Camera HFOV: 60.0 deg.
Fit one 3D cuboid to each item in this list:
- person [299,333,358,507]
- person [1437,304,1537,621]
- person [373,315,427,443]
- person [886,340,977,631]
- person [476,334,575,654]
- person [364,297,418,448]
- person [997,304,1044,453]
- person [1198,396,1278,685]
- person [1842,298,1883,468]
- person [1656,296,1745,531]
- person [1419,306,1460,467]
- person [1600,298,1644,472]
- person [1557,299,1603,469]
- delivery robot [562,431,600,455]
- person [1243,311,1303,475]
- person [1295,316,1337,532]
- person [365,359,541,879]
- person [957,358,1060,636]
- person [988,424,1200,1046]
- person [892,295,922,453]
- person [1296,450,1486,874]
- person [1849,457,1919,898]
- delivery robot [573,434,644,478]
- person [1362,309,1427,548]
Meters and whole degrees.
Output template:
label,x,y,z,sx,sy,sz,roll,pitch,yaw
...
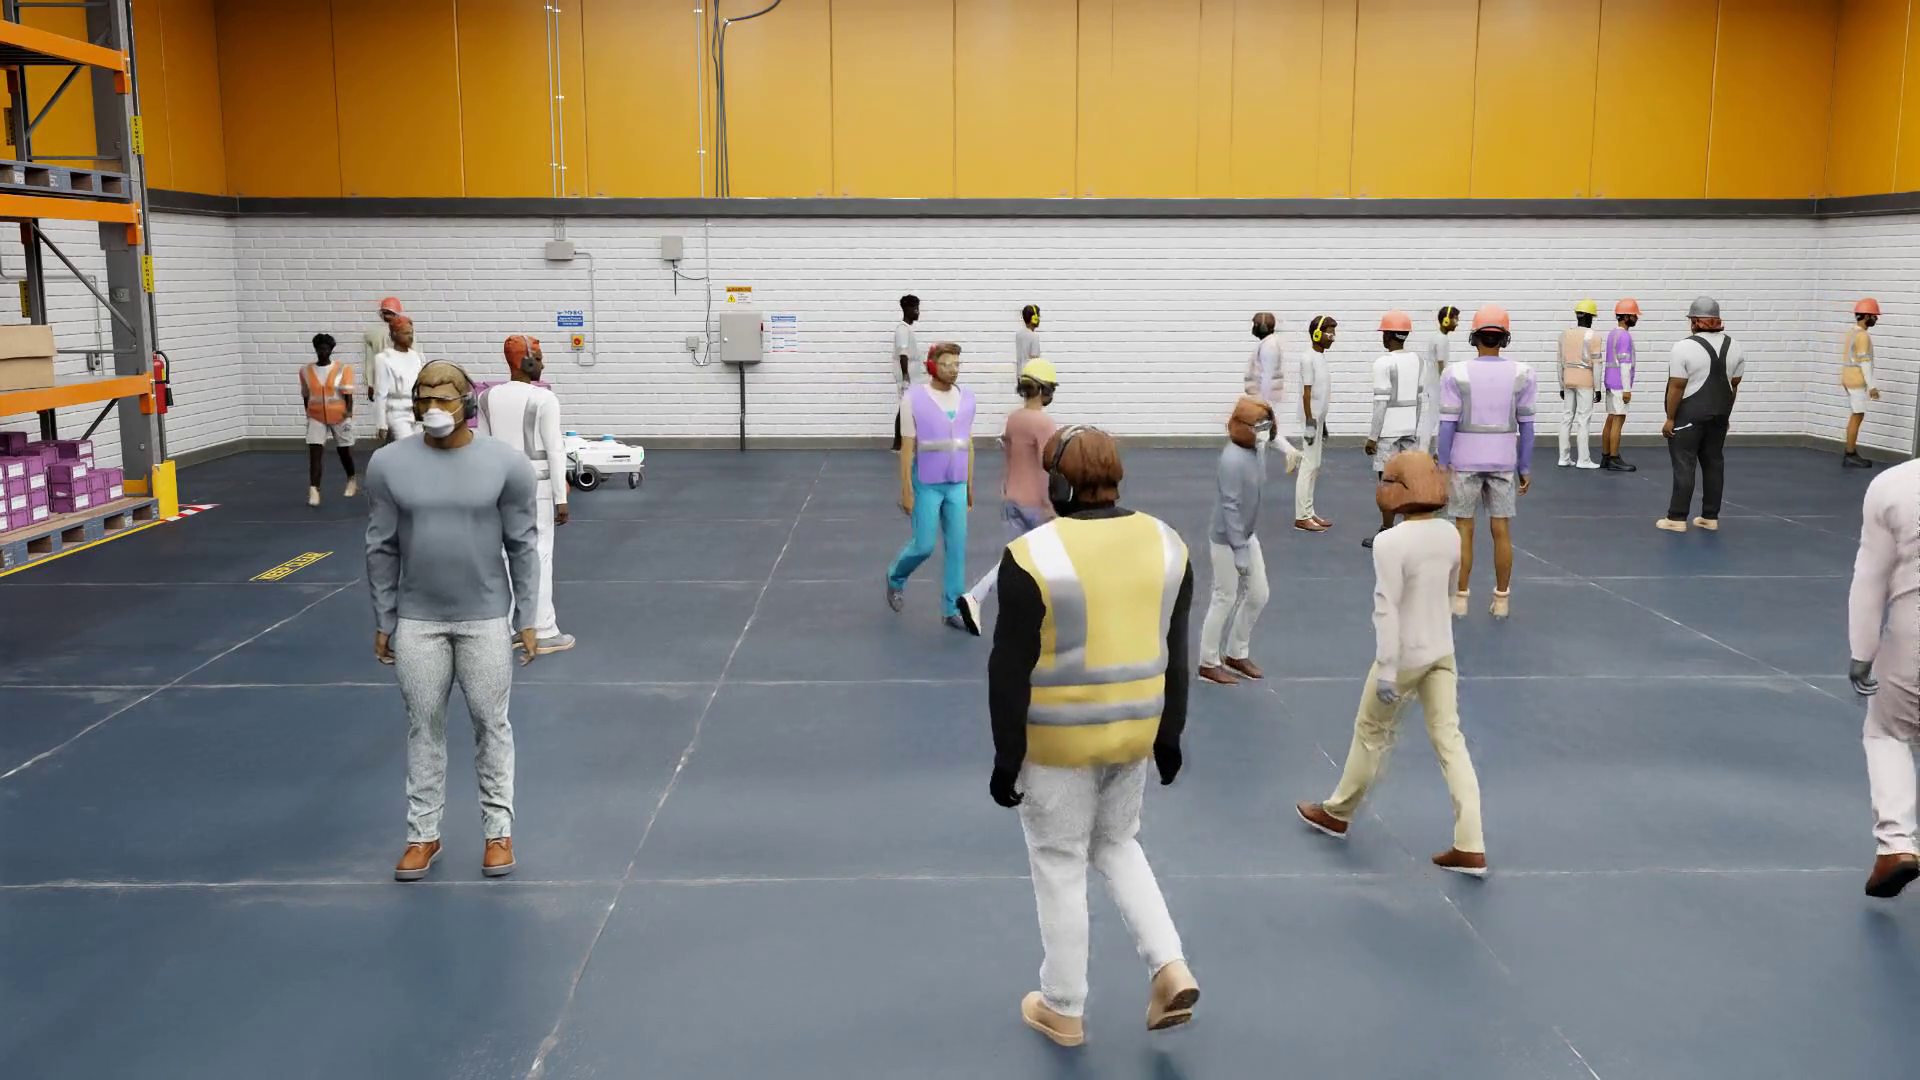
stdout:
label,x,y,z,sx,sy,sz,roll,pitch,yaw
person,-6.121,-1.188,16.171,0.530,1.664,0.749,-2,9,-9
person,3.373,-0.495,10.737,0.616,2.041,0.378,1,9,3
person,-5.043,-1.089,14.965,0.826,1.860,0.583,5,10,26
person,-0.172,-0.356,10.548,0.574,1.827,0.708,-7,11,-35
person,-2.572,-0.267,9.829,0.579,1.882,0.342,4,10,22
person,-6.528,-1.807,19.076,0.609,1.962,0.940,1,9,6
person,0.824,-1.870,19.760,0.679,1.851,0.551,-4,10,-23
person,1.481,0.015,8.961,0.464,1.591,0.531,6,11,31
person,10.289,-1.783,18.985,0.390,1.932,0.552,3,10,19
person,6.369,-1.096,14.432,0.682,2.000,0.537,-3,10,-15
person,5.519,-1.733,18.931,0.627,1.840,0.572,3,10,17
person,7.440,-1.741,18.700,0.362,1.938,0.545,1,9,4
person,7.059,-1.770,18.922,0.369,1.925,0.586,-6,11,-31
delivery robot,-4.105,-0.913,17.566,0.477,0.478,0.707,5,10,27
person,3.301,-1.520,17.713,0.631,1.827,0.633,2,10,14
person,3.103,-1.013,14.468,0.328,1.865,0.519,4,10,24
person,-1.878,0.298,6.200,0.628,1.940,0.377,-1,9,-5
person,0.360,-0.223,10.020,0.668,1.743,0.537,-5,10,-26
person,0.385,0.585,4.773,0.630,1.832,0.532,-6,11,-31
person,-0.615,-2.005,20.293,0.480,1.955,0.655,0,9,1
person,1.716,0.442,6.382,0.516,1.576,0.882,-6,11,-34
person,3.461,0.383,5.812,0.656,1.891,0.448,4,10,22
delivery robot,-3.623,-0.847,17.162,0.707,0.478,0.477,-2,9,-13
person,3.500,-0.889,13.471,0.542,1.939,0.361,-6,11,-33
